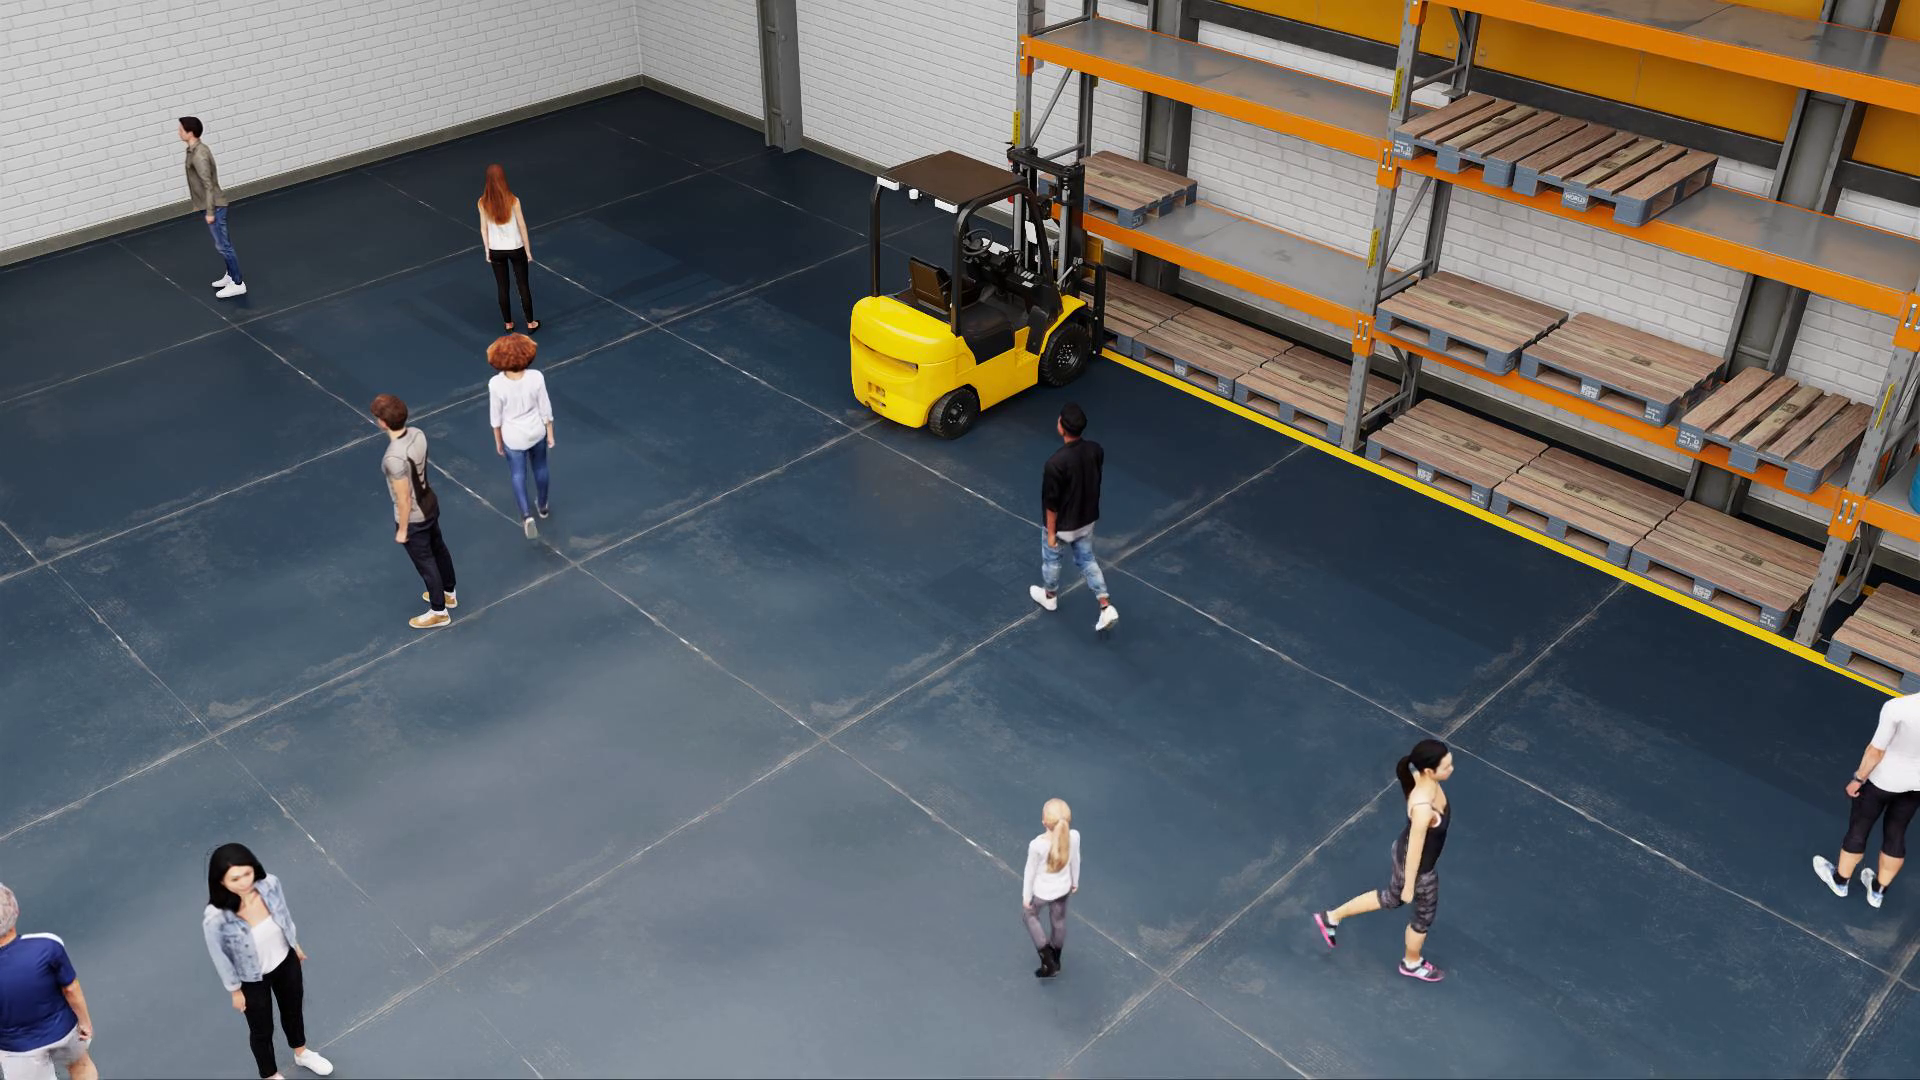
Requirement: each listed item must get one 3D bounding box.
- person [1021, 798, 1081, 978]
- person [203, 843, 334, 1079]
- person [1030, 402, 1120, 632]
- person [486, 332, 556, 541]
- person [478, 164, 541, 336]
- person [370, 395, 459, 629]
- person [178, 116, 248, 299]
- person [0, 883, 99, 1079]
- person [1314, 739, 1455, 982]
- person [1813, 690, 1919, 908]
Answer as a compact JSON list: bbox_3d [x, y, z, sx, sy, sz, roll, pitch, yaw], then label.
[{"bbox_3d":[0.532,1.992,9.331,0.600,1.272,0.668,-13,36,-19],"label":"person"},{"bbox_3d":[-3.594,2.217,8.596,0.610,1.711,0.648,19,38,26],"label":"person"},{"bbox_3d":[0.870,-0.129,12.059,0.805,1.786,1.153,-22,39,-29],"label":"person"},{"bbox_3d":[-3.444,-0.811,13.172,0.904,1.690,1.077,-10,35,-15],"label":"person"},{"bbox_3d":[-4.397,-2.812,16.154,0.651,1.722,0.697,-2,34,-3],"label":"person"},{"bbox_3d":[-3.949,-0.217,12.096,0.771,1.891,0.736,4,34,5],"label":"person"},{"bbox_3d":[-7.595,-3.394,16.899,0.834,1.864,0.641,-16,37,-22],"label":"person"},{"bbox_3d":[-4.512,2.458,8.141,0.788,1.814,1.131,-19,38,-26],"label":"person"},{"bbox_3d":[2.426,1.786,9.251,1.084,1.705,0.891,8,34,12],"label":"person"},{"bbox_3d":[5.486,1.396,9.702,0.800,1.855,0.859,0,34,0],"label":"person"}]
